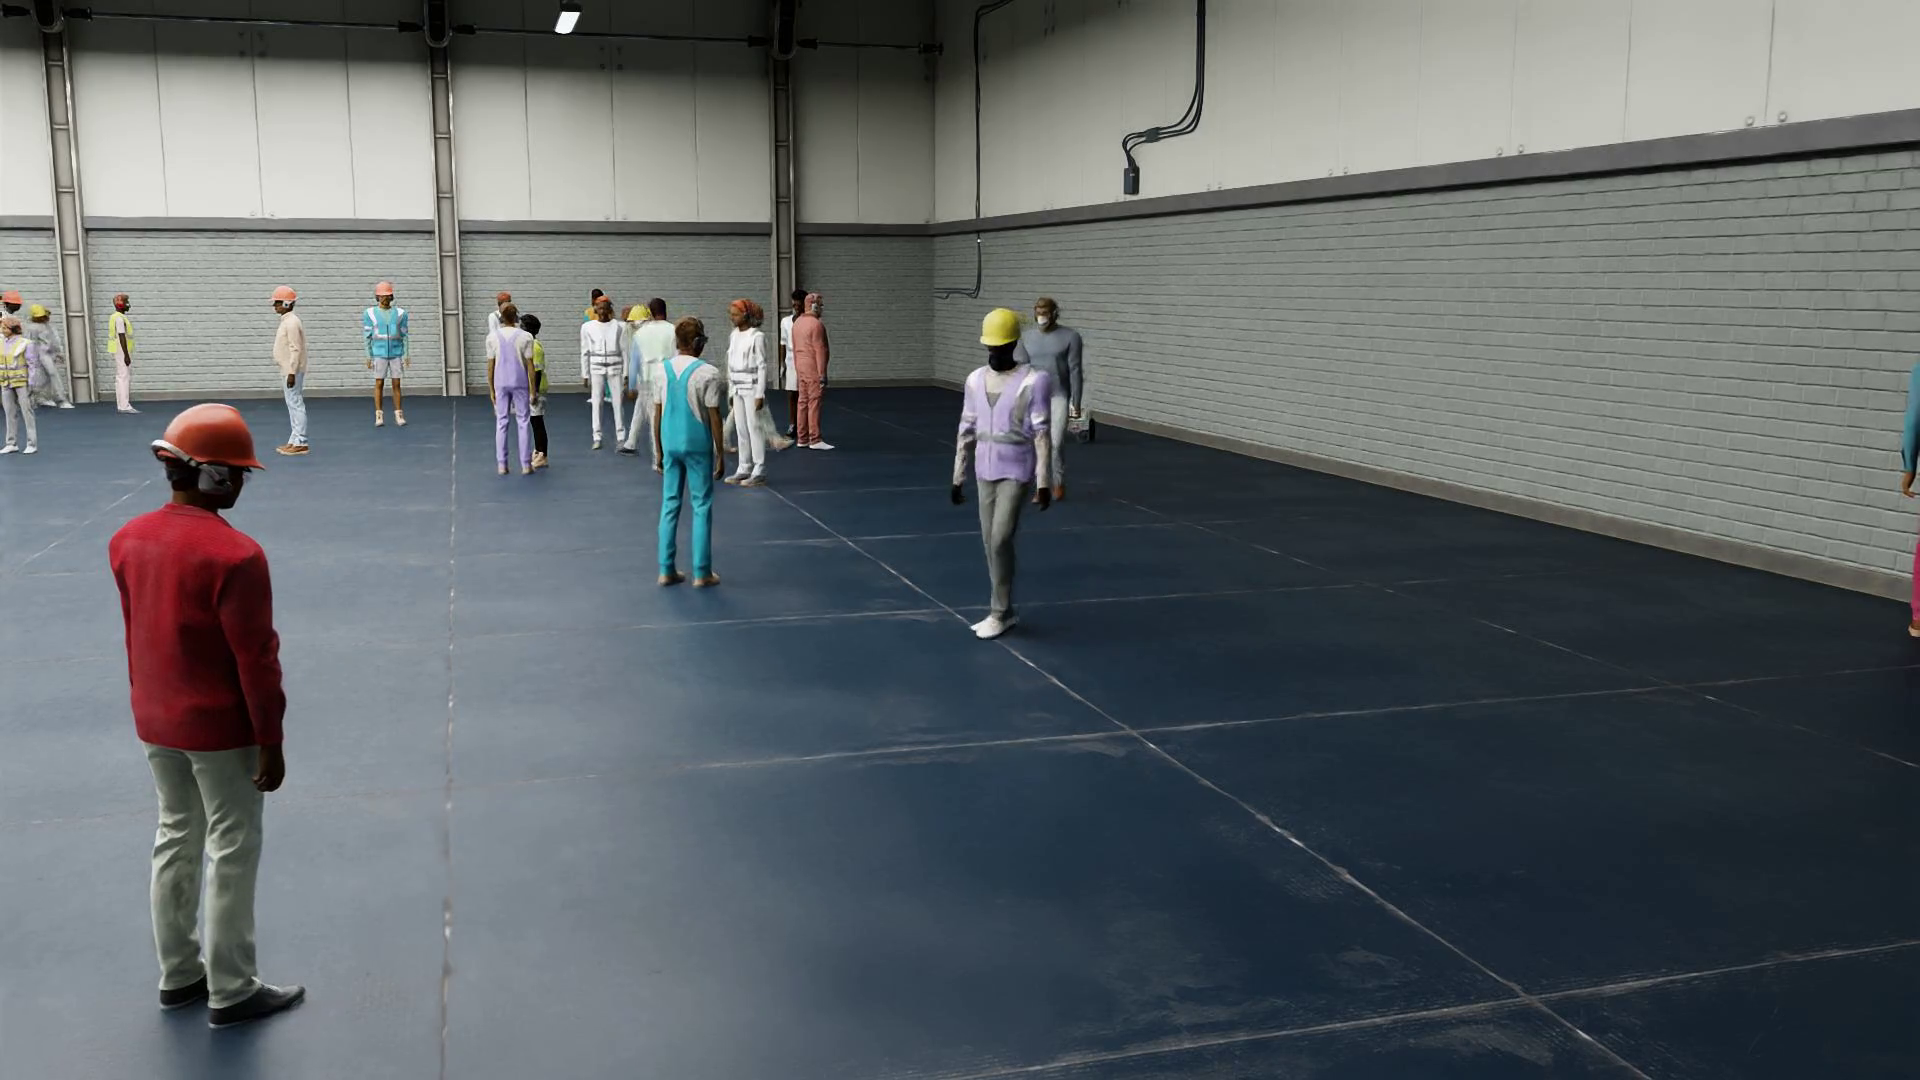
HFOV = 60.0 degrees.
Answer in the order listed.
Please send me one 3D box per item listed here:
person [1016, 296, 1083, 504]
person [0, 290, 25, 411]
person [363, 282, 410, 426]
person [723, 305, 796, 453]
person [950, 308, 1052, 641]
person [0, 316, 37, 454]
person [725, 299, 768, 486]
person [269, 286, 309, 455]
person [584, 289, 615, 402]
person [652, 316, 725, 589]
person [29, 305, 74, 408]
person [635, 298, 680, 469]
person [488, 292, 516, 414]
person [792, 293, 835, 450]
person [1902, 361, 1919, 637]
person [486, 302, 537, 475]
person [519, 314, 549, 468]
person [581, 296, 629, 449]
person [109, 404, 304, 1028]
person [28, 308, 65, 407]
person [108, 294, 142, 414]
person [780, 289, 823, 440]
[{"bbox_3d":[0.800,-1.282,15.365,0.649,1.919,0.447,3,9,19],"label":"person"},{"bbox_3d":[-14.973,-2.956,26.106,0.648,1.907,0.575,-4,10,-22],"label":"person"},{"bbox_3d":[-8.116,-2.630,23.578,0.610,2.043,0.375,-5,10,-27],"label":"person"},{"bbox_3d":[-2.476,-1.900,19.778,0.968,1.780,0.567,0,9,2],"label":"person"},{"bbox_3d":[0.199,-0.376,9.609,0.640,1.904,0.516,7,11,38],"label":"person"},{"bbox_3d":[-11.254,-1.838,19.815,0.512,1.639,0.311,1,9,8],"label":"person"},{"bbox_3d":[-2.152,-1.483,16.761,0.337,1.882,0.585,-7,11,-39],"label":"person"},{"bbox_3d":[-7.969,-2.011,19.783,0.375,1.995,0.611,-5,10,-29],"label":"person"},{"bbox_3d":[-6.102,-3.286,28.161,0.392,1.920,0.591,8,12,40],"label":"person"},{"bbox_3d":[-1.825,-0.582,11.192,0.521,1.833,0.339,3,9,18],"label":"person"},{"bbox_3d":[-14.693,-2.936,26.682,0.734,1.677,0.501,-1,9,-4],"label":"person"},{"bbox_3d":[-3.256,-1.729,18.388,0.629,1.869,0.721,3,9,18],"label":"person"},{"bbox_3d":[-7.027,-2.876,25.649,0.337,1.882,0.585,3,9,19],"label":"person"},{"bbox_3d":[-1.786,-2.053,20.340,0.403,1.904,0.651,-6,11,-33],"label":"person"},{"bbox_3d":[5.773,-0.412,9.580,0.616,1.993,0.395,7,11,39],"label":"person"},{"bbox_3d":[-4.769,-1.606,17.714,0.504,1.838,0.345,0,9,-2],"label":"person"},{"bbox_3d":[-4.716,-1.638,18.353,0.315,1.695,0.541,-4,10,-22],"label":"person"},{"bbox_3d":[-4.337,-2.044,20.370,0.571,1.880,0.344,-2,9,-12],"label":"person"},{"bbox_3d":[-2.082,0.489,4.654,0.574,1.738,0.353,5,10,27],"label":"person"},{"bbox_3d":[-14.874,-2.966,27.069,0.577,1.610,0.624,3,9,17],"label":"person"},{"bbox_3d":[-12.942,-2.863,25.688,0.389,1.847,0.563,-6,11,-33],"label":"person"},{"bbox_3d":[-2.051,-2.262,21.520,0.609,1.955,0.382,3,9,20],"label":"person"}]
